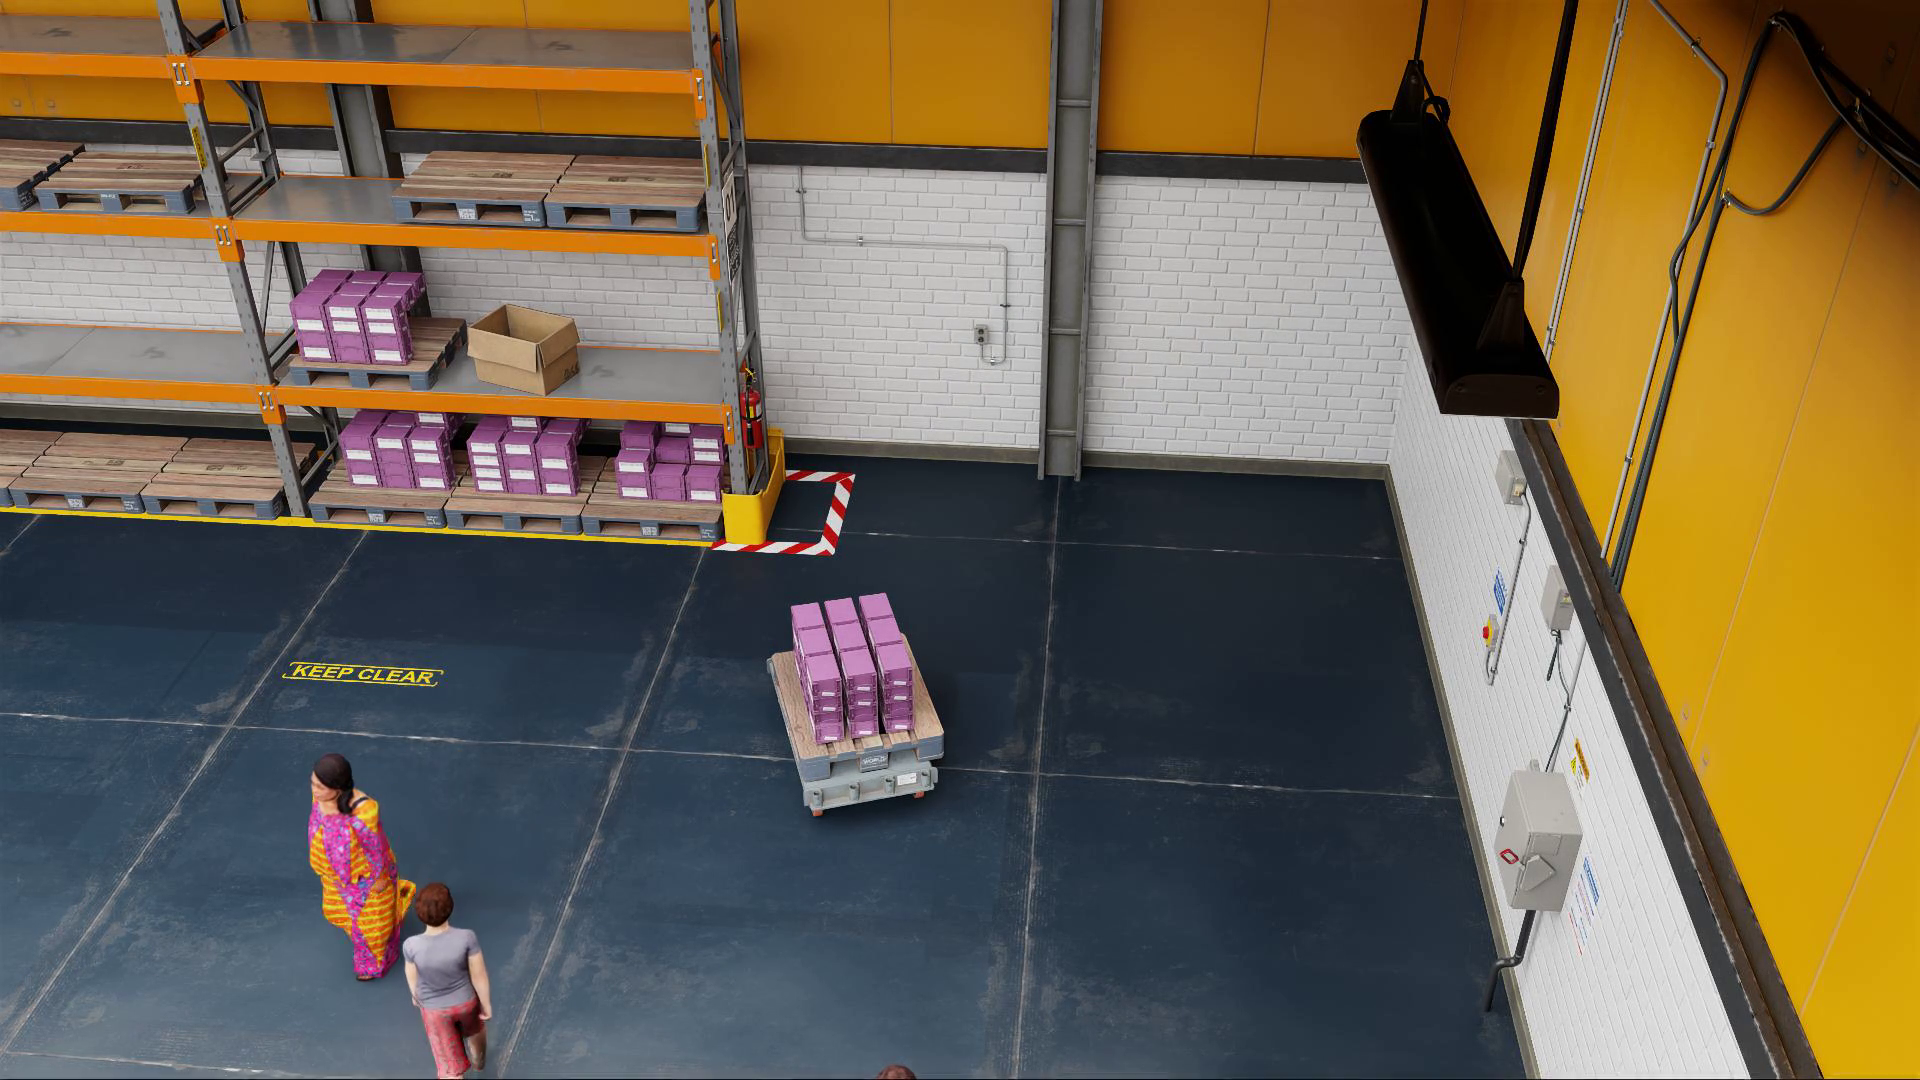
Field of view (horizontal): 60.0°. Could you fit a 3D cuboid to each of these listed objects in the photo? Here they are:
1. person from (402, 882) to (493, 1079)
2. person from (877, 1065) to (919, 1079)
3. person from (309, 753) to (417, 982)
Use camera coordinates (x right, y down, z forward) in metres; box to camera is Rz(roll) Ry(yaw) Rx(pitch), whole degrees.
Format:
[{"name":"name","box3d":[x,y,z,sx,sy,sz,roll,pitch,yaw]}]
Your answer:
[{"name":"person","box3d":[-2.777,2.595,9.056,1.131,1.624,0.970,-12,35,-17]},{"name":"person","box3d":[-0.284,3.165,7.898,0.724,1.957,0.718,23,40,30]},{"name":"person","box3d":[-3.606,1.911,10.053,0.894,1.659,0.886,17,37,24]}]
